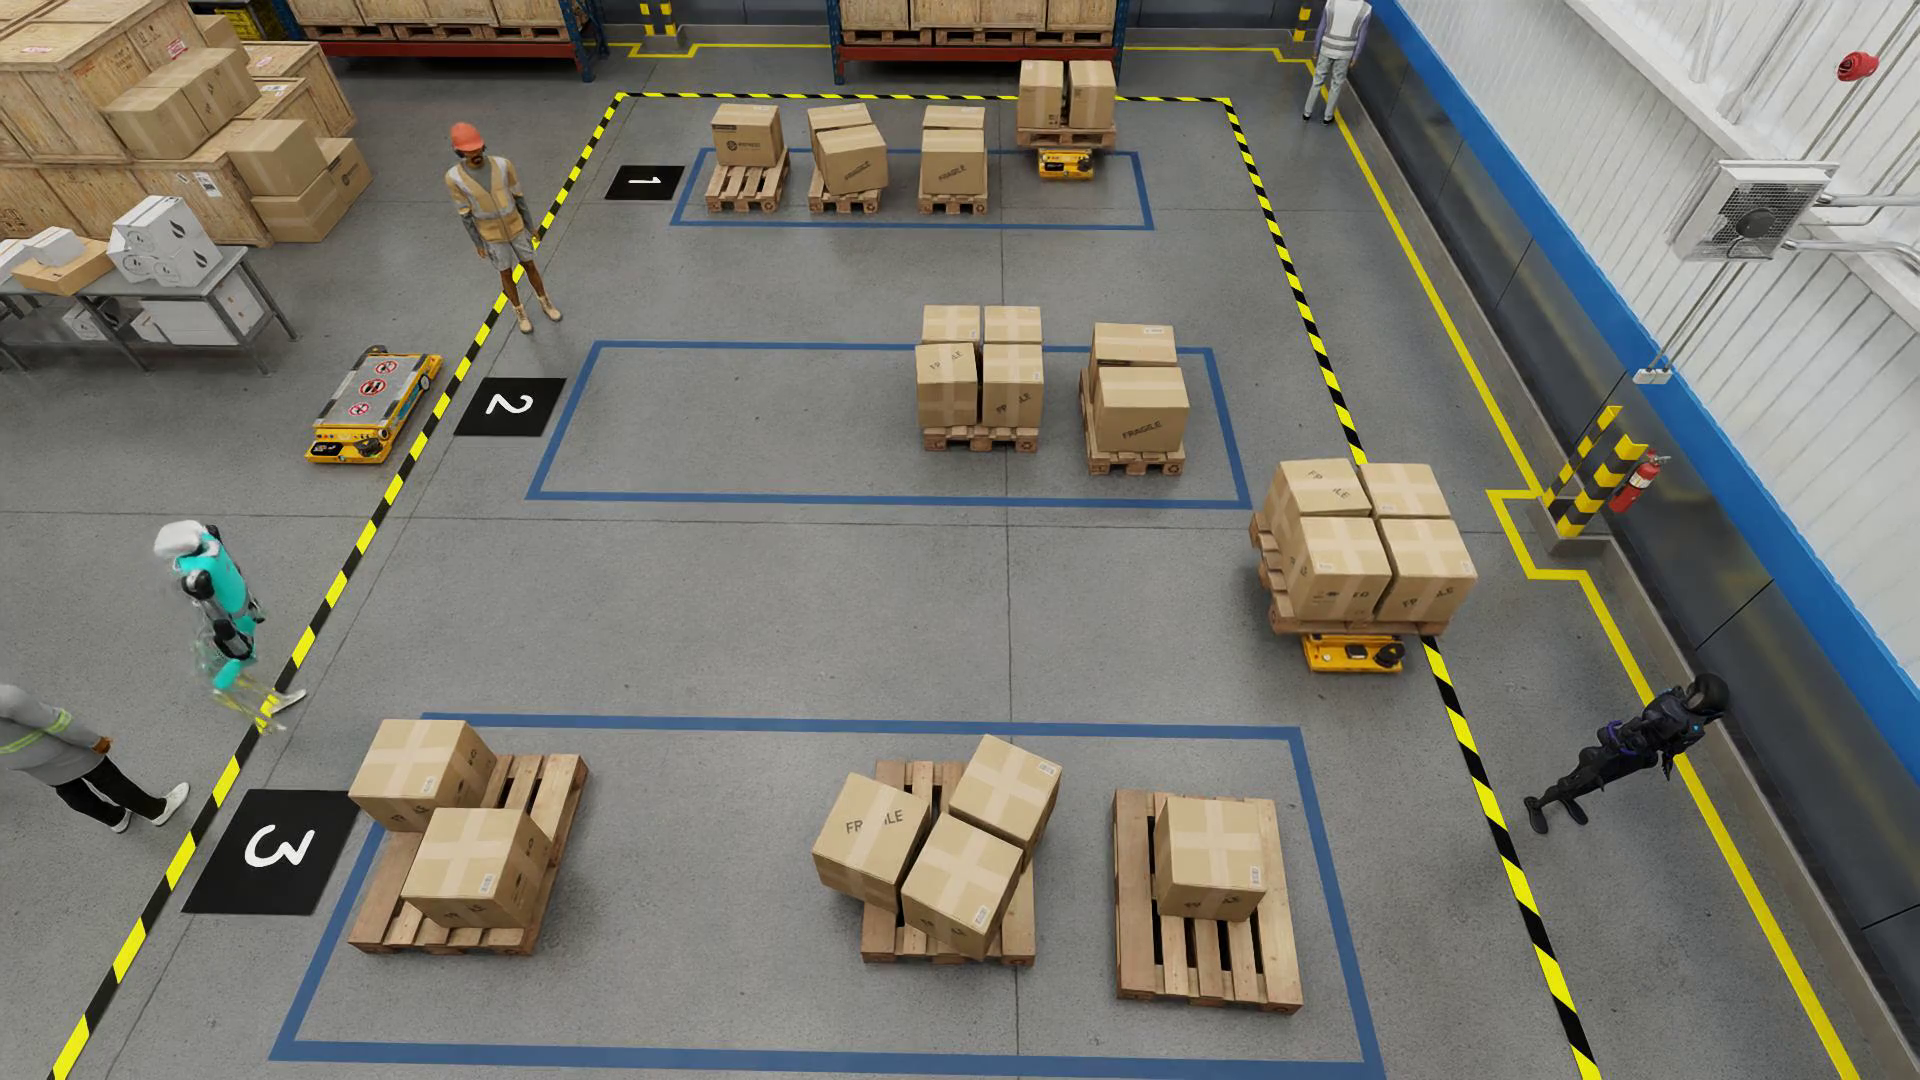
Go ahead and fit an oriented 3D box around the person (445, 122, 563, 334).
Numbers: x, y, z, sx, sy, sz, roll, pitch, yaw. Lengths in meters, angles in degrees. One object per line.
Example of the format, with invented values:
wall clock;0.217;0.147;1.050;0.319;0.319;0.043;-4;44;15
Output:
person;-4.321;-2.925;8.678;0.607;2.048;0.365;-31;57;-24

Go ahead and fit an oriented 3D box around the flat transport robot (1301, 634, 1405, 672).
flat transport robot;2.880;0.355;7.048;0.652;0.197;1.431;1;50;1

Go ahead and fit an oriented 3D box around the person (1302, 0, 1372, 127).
person;4.767;-6.190;11.577;0.593;1.837;0.404;21;53;17

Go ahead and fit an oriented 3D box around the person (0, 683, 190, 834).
person;-5.339;1.171;5.339;0.596;1.849;0.387;-6;50;-5

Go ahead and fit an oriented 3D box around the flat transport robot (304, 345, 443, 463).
flat transport robot;-5.383;-1.269;8.441;0.659;0.231;1.431;1;50;1

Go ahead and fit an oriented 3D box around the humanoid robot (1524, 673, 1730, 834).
humanoid robot;3.925;1.262;5.368;0.599;1.655;0.315;-7;50;-6

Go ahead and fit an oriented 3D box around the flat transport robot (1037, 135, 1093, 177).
flat transport robot;1.308;-5.047;11.620;0.652;0.197;1.431;1;50;1

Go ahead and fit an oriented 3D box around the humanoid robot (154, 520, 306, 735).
humanoid robot;-4.787;0.619;5.890;0.803;1.774;0.554;-18;52;-14
